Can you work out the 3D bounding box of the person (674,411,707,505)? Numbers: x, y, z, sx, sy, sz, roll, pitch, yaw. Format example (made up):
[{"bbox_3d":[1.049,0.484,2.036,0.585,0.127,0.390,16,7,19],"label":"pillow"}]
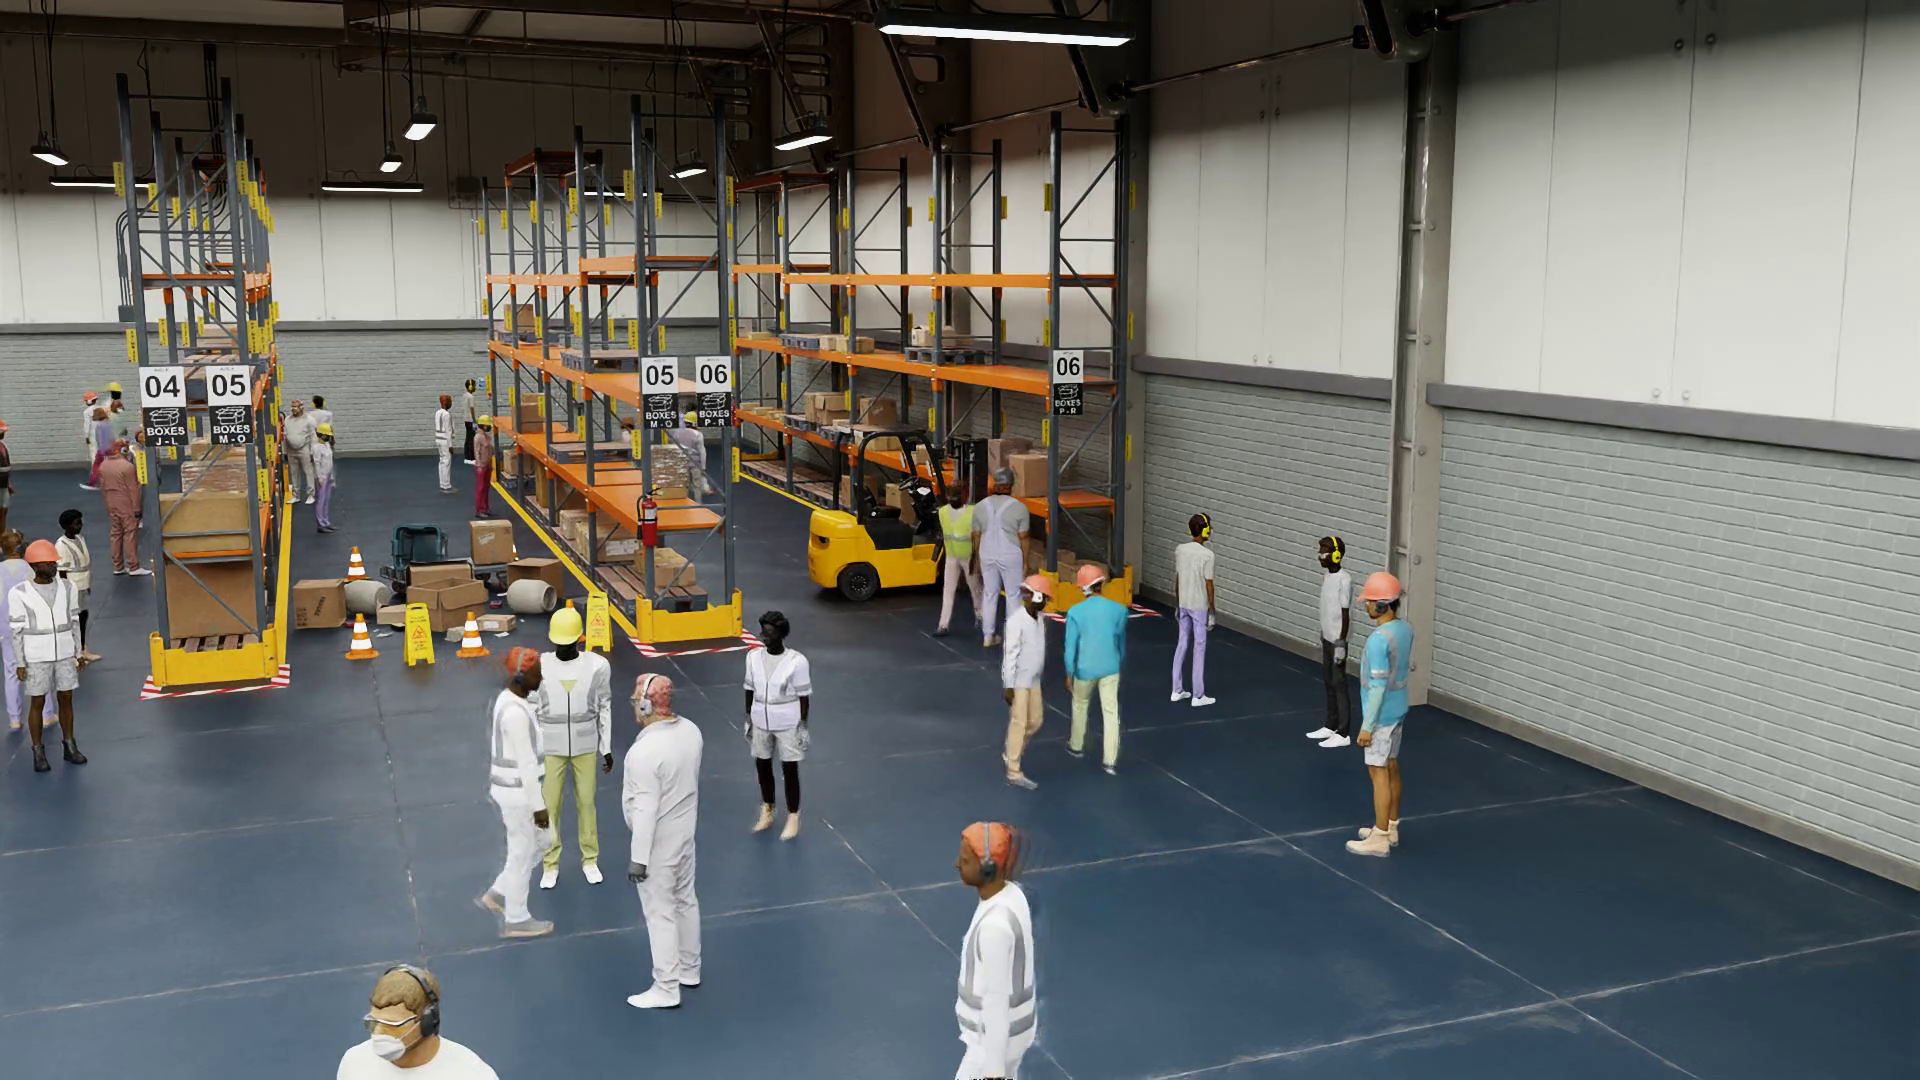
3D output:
[{"bbox_3d":[-4.558,-1.275,28.325,0.590,1.833,0.404,4,10,25],"label":"person"}]

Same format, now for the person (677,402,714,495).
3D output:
[{"bbox_3d":[-5.095,-1.743,31.421,0.972,1.799,0.630,8,12,41],"label":"person"}]

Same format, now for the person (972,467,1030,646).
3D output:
[{"bbox_3d":[0.497,0.187,18.473,0.682,2.000,0.535,5,10,29],"label":"person"}]

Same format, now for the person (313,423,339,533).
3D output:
[{"bbox_3d":[-10.239,-0.998,26.817,0.320,1.762,0.522,0,9,-2],"label":"person"}]

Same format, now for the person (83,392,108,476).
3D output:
[{"bbox_3d":[-17.870,-2.184,34.332,0.349,1.743,0.563,2,9,12],"label":"person"}]

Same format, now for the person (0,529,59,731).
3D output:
[{"bbox_3d":[-8.537,0.819,15.119,0.507,1.842,0.351,-3,10,-19],"label":"person"}]

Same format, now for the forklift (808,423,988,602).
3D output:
[{"bbox_3d":[-0.830,-0.399,21.676,2.313,2.155,1.214,-4,10,-21],"label":"forklift"}]

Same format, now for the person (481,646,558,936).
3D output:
[{"bbox_3d":[-2.705,1.568,10.335,0.419,1.869,0.582,-2,9,-13],"label":"person"}]

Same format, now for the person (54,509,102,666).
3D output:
[{"bbox_3d":[-9.369,0.505,17.582,0.319,1.688,0.538,-1,9,-5],"label":"person"}]

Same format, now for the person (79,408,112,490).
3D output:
[{"bbox_3d":[-16.505,-1.736,31.956,0.838,1.594,0.502,0,9,2],"label":"person"}]

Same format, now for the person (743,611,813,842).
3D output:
[{"bbox_3d":[-1.322,1.359,12.250,0.570,1.706,0.446,4,10,23],"label":"person"}]

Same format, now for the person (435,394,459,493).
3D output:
[{"bbox_3d":[-9.802,-1.834,31.705,0.359,1.880,0.575,-6,11,-34],"label":"person"}]

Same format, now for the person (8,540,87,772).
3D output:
[{"bbox_3d":[-7.624,0.957,13.933,0.342,1.941,0.551,8,12,40],"label":"person"}]

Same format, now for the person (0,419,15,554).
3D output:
[{"bbox_3d":[-14.294,-0.814,24.757,0.380,2.045,0.605,-1,9,-3],"label":"person"}]

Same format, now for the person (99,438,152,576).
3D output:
[{"bbox_3d":[-11.509,-0.451,22.924,0.639,1.903,0.409,4,10,24],"label":"person"}]

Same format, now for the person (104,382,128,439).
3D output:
[{"bbox_3d":[-17.664,-2.349,34.858,0.421,1.910,0.586,-2,9,-10],"label":"person"}]

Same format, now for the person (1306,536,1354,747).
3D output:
[{"bbox_3d":[3.283,0.887,14.634,0.326,1.864,0.504,-2,9,-9],"label":"person"}]

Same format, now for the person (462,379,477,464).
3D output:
[{"bbox_3d":[-10.743,-2.593,36.511,0.311,1.869,0.530,-7,11,-36],"label":"person"}]

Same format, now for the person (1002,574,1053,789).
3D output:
[{"bbox_3d":[0.493,1.132,13.574,0.500,1.714,0.655,6,11,31],"label":"person"}]

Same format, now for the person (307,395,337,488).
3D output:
[{"bbox_3d":[-12.301,-1.868,32.034,0.510,1.842,0.590,-3,9,-15],"label":"person"}]

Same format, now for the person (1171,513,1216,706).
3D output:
[{"bbox_3d":[2.266,0.666,16.046,0.328,1.861,0.504,-7,12,-39],"label":"person"}]

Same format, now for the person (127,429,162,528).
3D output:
[{"bbox_3d":[-13.365,-1.004,27.265,0.518,1.631,0.316,-5,10,-31],"label":"person"}]

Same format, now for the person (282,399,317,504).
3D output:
[{"bbox_3d":[-11.965,-1.596,30.114,0.643,1.909,0.409,1,9,9],"label":"person"}]

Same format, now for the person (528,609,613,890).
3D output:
[{"bbox_3d":[-2.638,1.397,11.244,0.585,1.917,0.382,-3,9,-16],"label":"person"}]

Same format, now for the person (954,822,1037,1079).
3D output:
[{"bbox_3d":[0.114,2.093,6.999,0.413,1.871,0.612,1,9,8],"label":"person"}]

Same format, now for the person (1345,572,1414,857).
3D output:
[{"bbox_3d":[2.996,1.235,11.868,0.371,2.044,0.608,6,11,31],"label":"person"}]

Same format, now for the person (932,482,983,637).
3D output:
[{"bbox_3d":[0.019,0.209,19.178,0.591,1.783,1.010,5,10,30],"label":"person"}]

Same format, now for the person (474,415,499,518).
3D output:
[{"bbox_3d":[-8.126,-1.259,28.473,0.344,1.760,0.533,2,9,10],"label":"person"}]

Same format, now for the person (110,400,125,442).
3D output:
[{"bbox_3d":[-17.312,-2.086,34.167,0.410,1.597,0.629,-2,9,-14],"label":"person"}]

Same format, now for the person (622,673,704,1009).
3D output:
[{"bbox_3d":[-1.706,1.691,9.427,0.403,1.906,0.652,3,10,18],"label":"person"}]

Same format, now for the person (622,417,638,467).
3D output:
[{"bbox_3d":[-5.953,-1.404,29.879,0.331,1.597,0.635,2,9,13],"label":"person"}]

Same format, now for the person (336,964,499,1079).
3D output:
[{"bbox_3d":[-1.762,2.309,5.435,0.630,1.940,0.372,3,9,16],"label":"person"}]

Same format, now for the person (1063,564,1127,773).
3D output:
[{"bbox_3d":[1.104,1.051,14.026,0.584,1.710,0.827,-2,9,-15],"label":"person"}]
